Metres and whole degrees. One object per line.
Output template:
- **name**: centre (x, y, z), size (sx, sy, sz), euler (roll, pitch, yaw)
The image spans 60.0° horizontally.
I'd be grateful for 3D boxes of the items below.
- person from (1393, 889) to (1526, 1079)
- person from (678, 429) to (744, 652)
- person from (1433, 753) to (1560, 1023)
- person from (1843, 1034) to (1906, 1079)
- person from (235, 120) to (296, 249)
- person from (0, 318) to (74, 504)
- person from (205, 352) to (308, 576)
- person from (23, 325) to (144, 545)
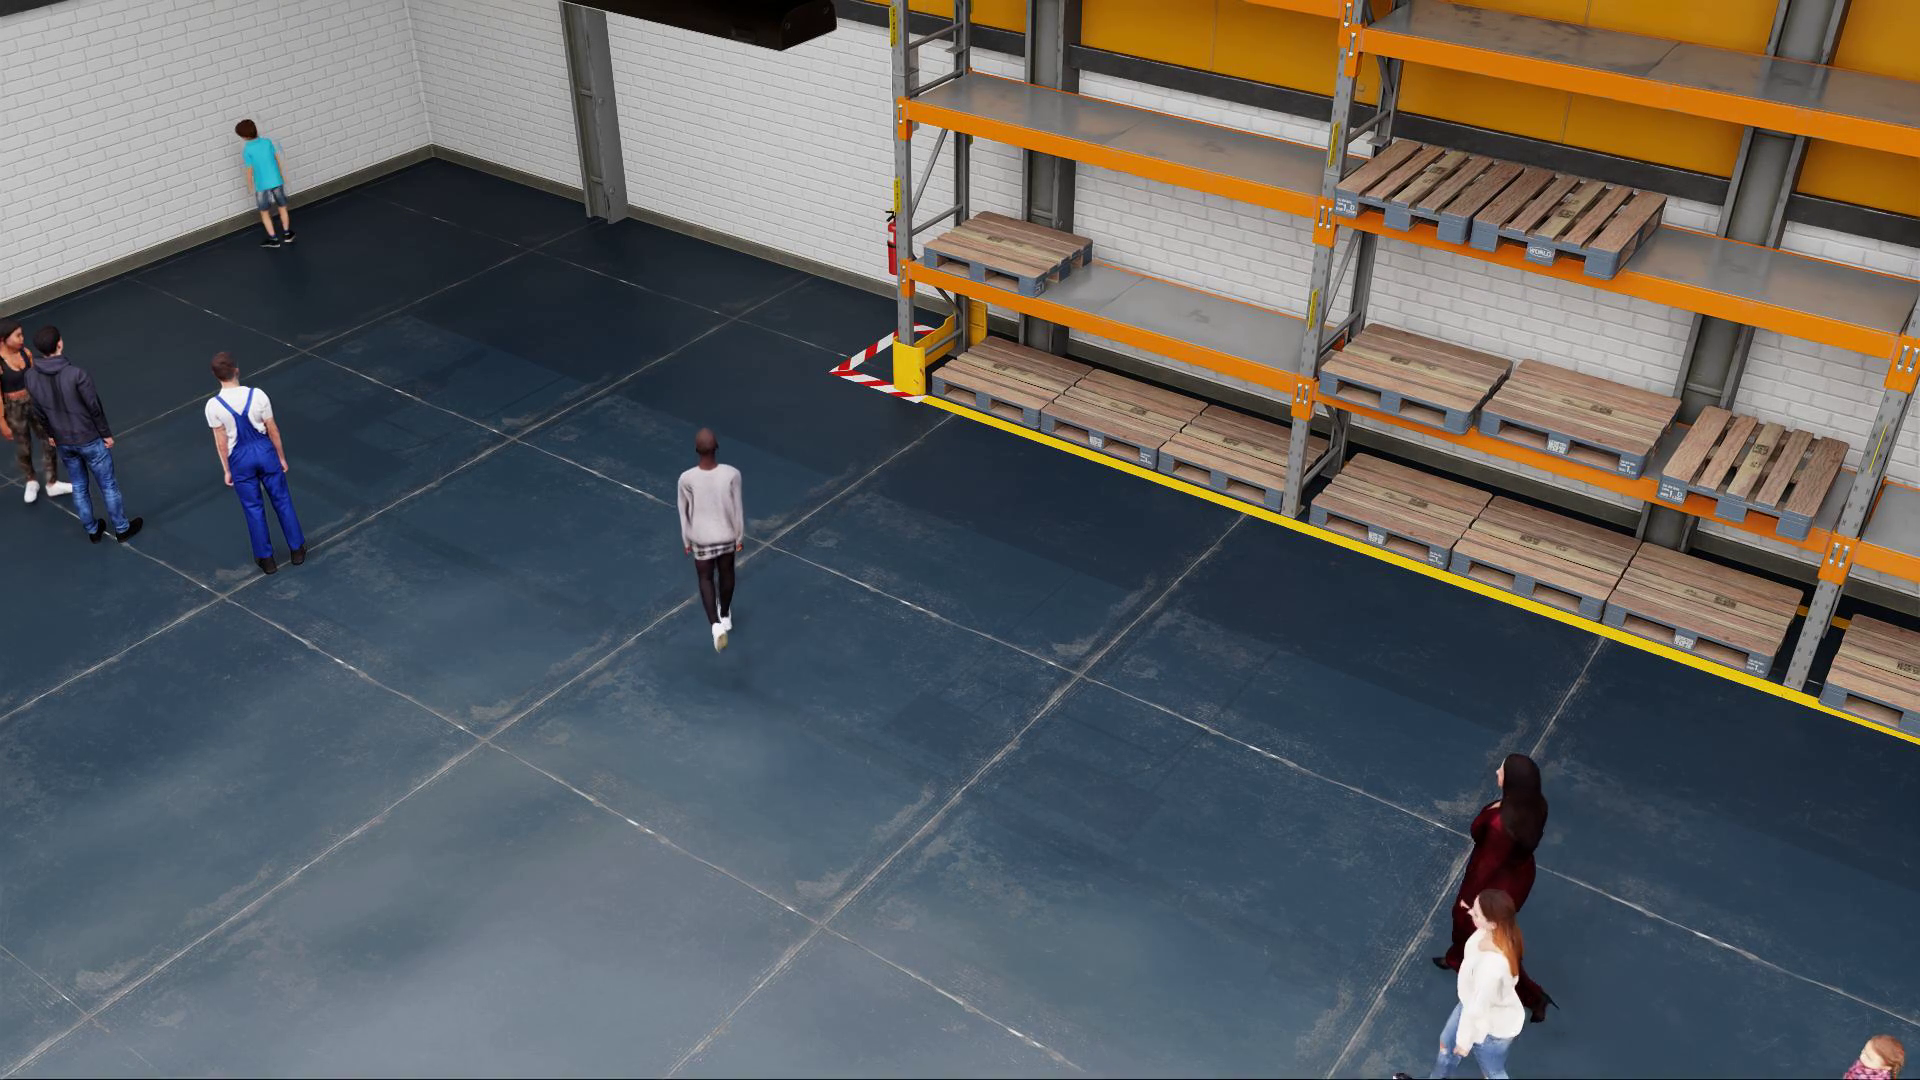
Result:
- **person**: centre (2.772, 2.446, 8.472), size (0.923, 1.658, 0.756), euler (13, 36, 18)
- **person**: centre (-1.761, 0.025, 12.029), size (0.997, 1.753, 1.067), euler (-6, 34, -9)
- **person**: centre (3.048, 1.940, 9.165), size (0.967, 1.734, 0.663), euler (20, 39, 27)
- **person**: centre (4.611, 2.866, 8.422), size (0.781, 1.015, 0.552), euler (12, 35, 17)
- **person**: centre (-7.605, -3.958, 18.310), size (0.641, 1.433, 0.565), euler (-18, 38, -25)
- **person**: centre (-7.742, -1.040, 13.709), size (0.702, 1.666, 0.651), euler (25, 41, 32)
- **person**: centre (-5.482, -0.602, 12.887), size (0.714, 1.848, 0.710), euler (-18, 38, -25)
- **person**: centre (-6.987, -0.816, 13.167), size (0.725, 1.894, 0.820), euler (-1, 34, -2)
